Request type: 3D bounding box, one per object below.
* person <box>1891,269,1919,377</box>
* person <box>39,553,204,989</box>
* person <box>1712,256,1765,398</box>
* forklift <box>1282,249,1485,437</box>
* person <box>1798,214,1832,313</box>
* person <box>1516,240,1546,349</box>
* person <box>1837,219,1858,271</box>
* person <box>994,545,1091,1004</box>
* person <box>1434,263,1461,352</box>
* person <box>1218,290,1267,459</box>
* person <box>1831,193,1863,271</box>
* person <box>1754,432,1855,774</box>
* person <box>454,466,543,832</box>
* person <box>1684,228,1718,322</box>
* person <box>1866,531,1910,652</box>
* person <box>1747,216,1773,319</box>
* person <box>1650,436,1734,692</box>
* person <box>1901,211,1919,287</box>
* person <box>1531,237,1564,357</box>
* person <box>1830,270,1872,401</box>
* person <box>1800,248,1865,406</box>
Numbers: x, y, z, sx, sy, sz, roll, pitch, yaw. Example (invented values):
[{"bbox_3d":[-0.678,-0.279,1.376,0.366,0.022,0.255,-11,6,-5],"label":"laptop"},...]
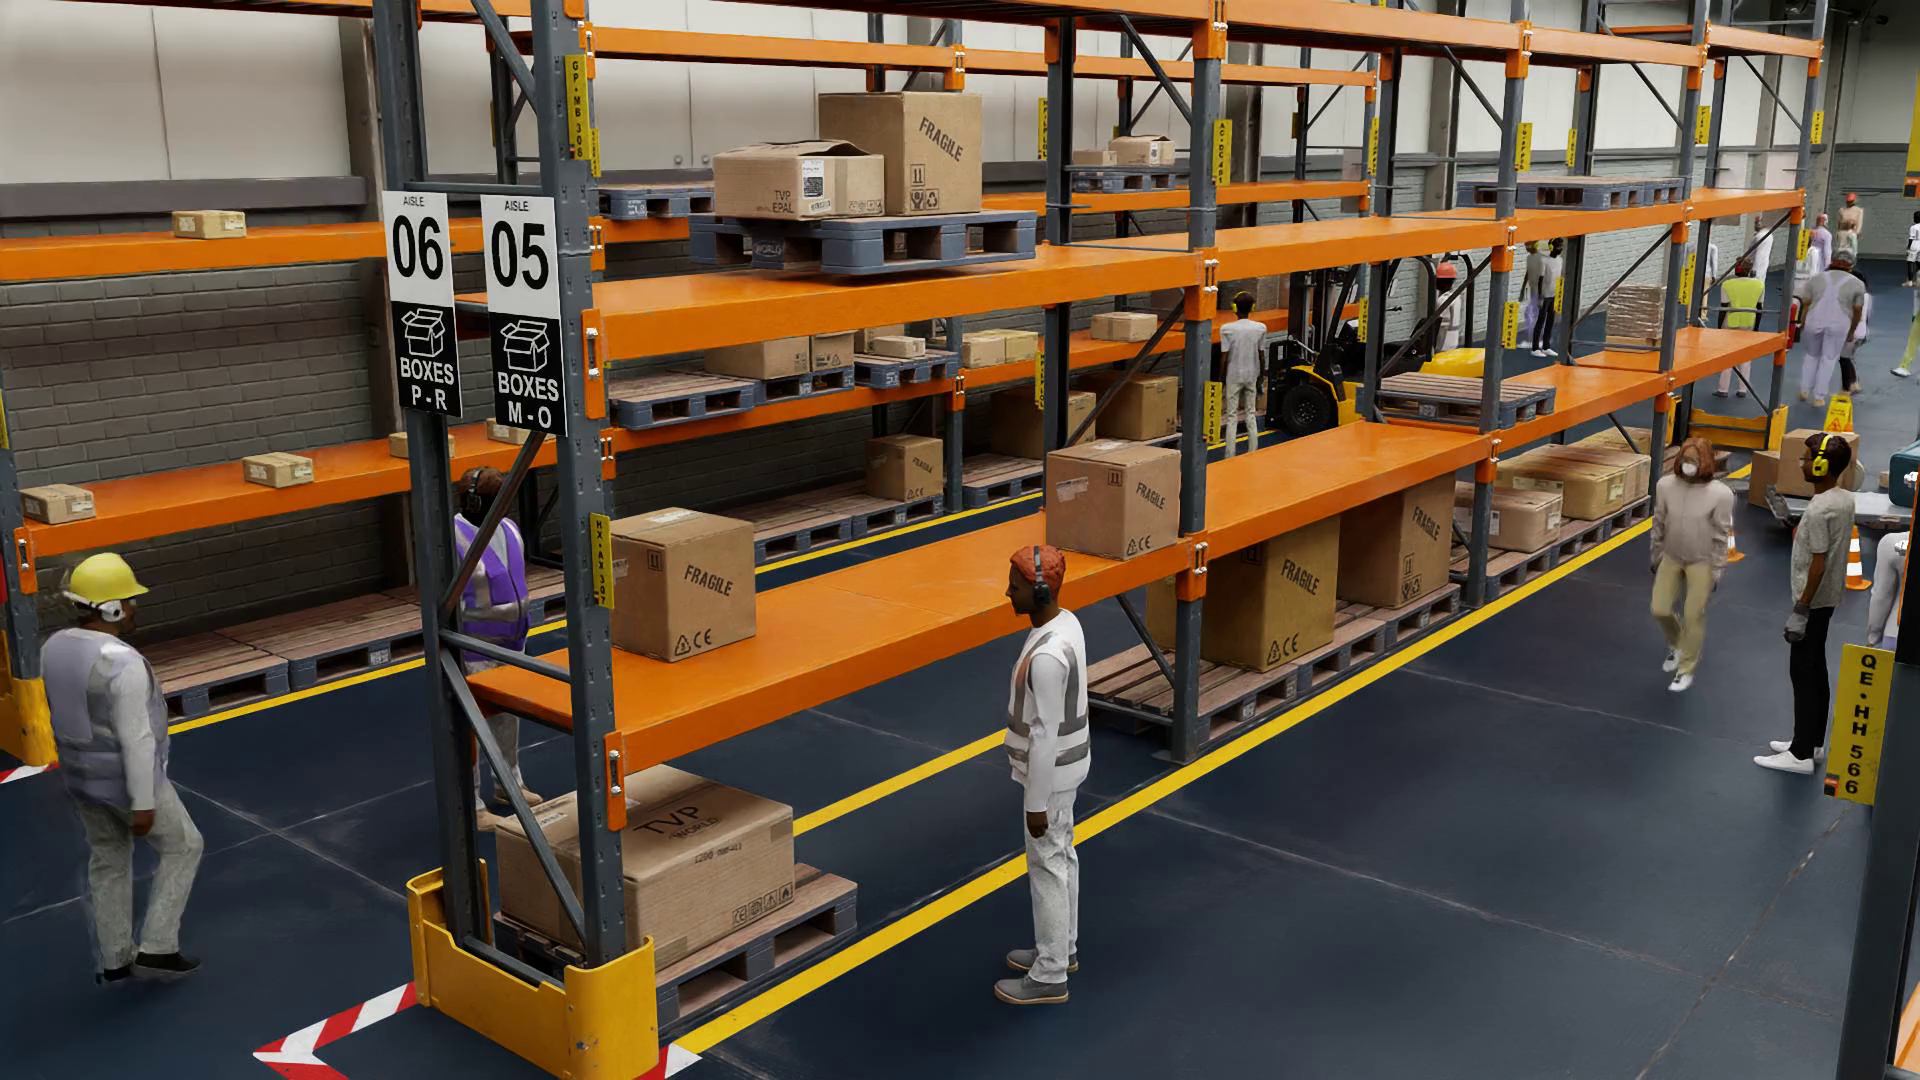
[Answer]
[{"bbox_3d":[13.590,-3.198,23.395,0.944,1.884,0.597,-8,16,-30],"label":"person"},{"bbox_3d":[-3.372,0.939,6.713,0.601,1.817,0.462,7,15,26],"label":"person"},{"bbox_3d":[10.198,-2.782,21.785,0.569,1.848,0.378,0,14,-1],"label":"person"},{"bbox_3d":[4.886,-2.214,18.767,2.313,2.155,1.214,11,18,38],"label":"forklift"},{"bbox_3d":[16.398,-5.267,31.823,0.399,1.899,0.652,-3,14,-13],"label":"person"},{"bbox_3d":[9.178,-3.982,26.708,0.732,1.826,0.542,-1,14,-6],"label":"person"},{"bbox_3d":[18.882,-6.008,35.389,0.494,1.620,0.541,-1,14,-4],"label":"person"},{"bbox_3d":[0.337,0.929,6.628,0.359,1.880,0.575,2,14,9],"label":"person"},{"bbox_3d":[5.668,-2.290,19.607,0.367,1.934,0.553,8,16,31],"label":"person"},{"bbox_3d":[2.857,-1.602,16.945,0.513,1.872,0.328,-2,14,-10],"label":"person"},{"bbox_3d":[22.002,-7.600,41.232,0.609,1.942,1.039,13,19,43],"label":"person"},{"bbox_3d":[4.608,0.344,9.020,0.313,1.869,0.538,12,18,41],"label":"person"},{"bbox_3d":[-2.363,0.532,8.344,0.429,1.836,0.632,6,15,23],"label":"person"},{"bbox_3d":[13.599,-4.881,30.535,0.575,1.748,0.337,11,18,39],"label":"person"},{"bbox_3d":[4.950,0.512,8.548,0.524,1.769,0.315,9,17,34],"label":"person"},{"bbox_3d":[14.894,-5.096,31.096,0.403,1.906,0.652,10,17,36],"label":"person"},{"bbox_3d":[4.543,0.141,10.366,0.390,1.622,0.509,-13,19,-42],"label":"person"},{"bbox_3d":[21.550,-6.556,37.493,0.534,1.693,0.319,-6,15,-21],"label":"person"},{"bbox_3d":[9.146,-3.769,25.797,0.511,1.861,0.326,-9,16,-31],"label":"person"},{"bbox_3d":[11.549,-2.649,21.595,0.540,1.676,0.366,-8,16,-31],"label":"person"},{"bbox_3d":[11.112,-2.736,21.209,0.703,2.000,0.729,11,17,37],"label":"person"}]
